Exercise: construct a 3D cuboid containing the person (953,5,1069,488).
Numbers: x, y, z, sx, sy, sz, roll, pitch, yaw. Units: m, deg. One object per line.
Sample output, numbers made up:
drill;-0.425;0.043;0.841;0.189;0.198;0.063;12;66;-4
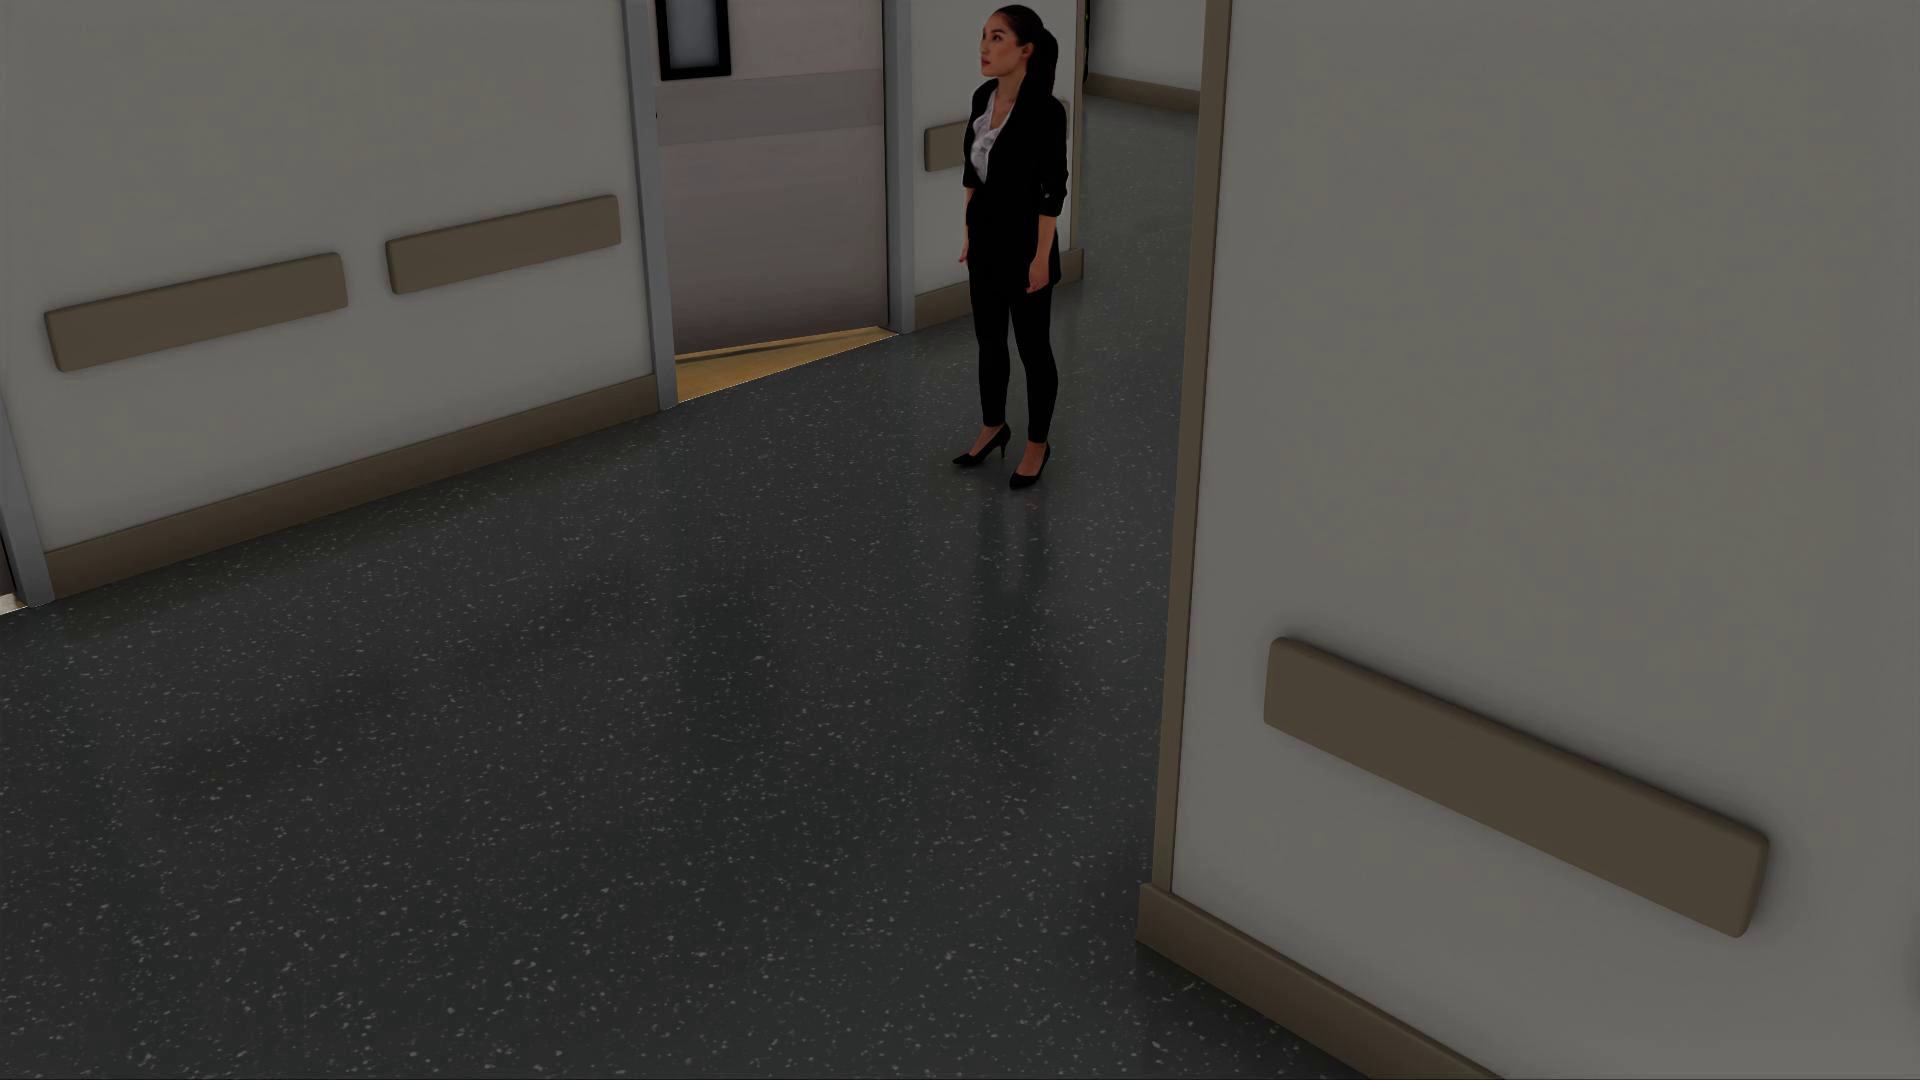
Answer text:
person;0.187;-1.010;5.805;0.557;1.662;0.600;-21;33;-37
